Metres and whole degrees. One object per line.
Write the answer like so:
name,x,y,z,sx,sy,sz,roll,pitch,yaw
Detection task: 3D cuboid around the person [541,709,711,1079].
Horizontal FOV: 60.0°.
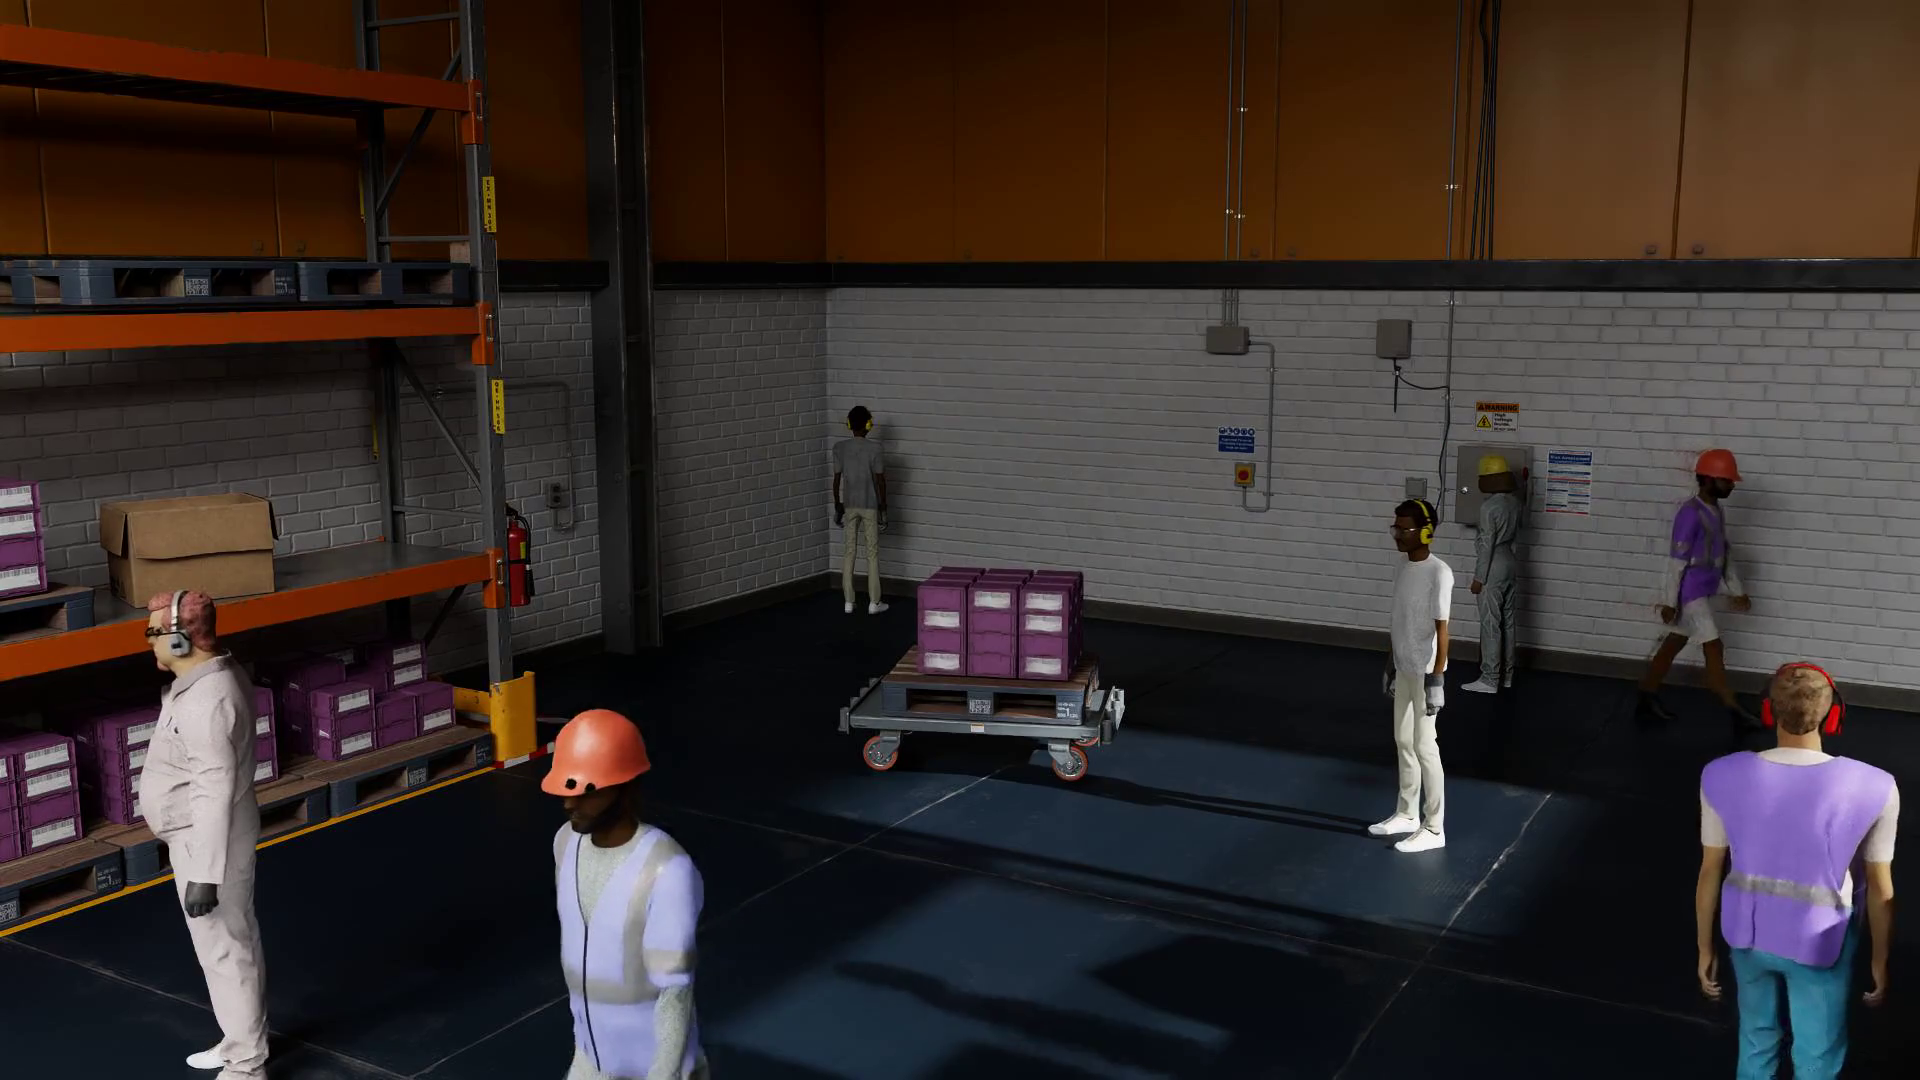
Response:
person,-0.906,1.372,4.516,0.564,1.888,0.978,6,11,34

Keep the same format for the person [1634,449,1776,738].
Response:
person,4.966,0.344,10.948,1.000,1.882,0.556,7,11,37

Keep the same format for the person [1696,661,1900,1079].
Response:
person,2.599,1.293,5.242,0.575,1.822,0.814,7,11,37

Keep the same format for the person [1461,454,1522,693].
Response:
person,3.860,0.241,12.067,0.484,1.737,0.305,-9,13,-44

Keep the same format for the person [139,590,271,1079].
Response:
person,-2.757,1.118,6.068,0.402,1.904,0.652,-3,10,-18

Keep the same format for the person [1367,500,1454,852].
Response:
person,2.402,0.705,8.791,0.316,1.861,0.514,-2,9,-14

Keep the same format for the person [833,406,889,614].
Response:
person,-0.880,-0.269,14.853,0.510,1.865,0.329,2,9,13
